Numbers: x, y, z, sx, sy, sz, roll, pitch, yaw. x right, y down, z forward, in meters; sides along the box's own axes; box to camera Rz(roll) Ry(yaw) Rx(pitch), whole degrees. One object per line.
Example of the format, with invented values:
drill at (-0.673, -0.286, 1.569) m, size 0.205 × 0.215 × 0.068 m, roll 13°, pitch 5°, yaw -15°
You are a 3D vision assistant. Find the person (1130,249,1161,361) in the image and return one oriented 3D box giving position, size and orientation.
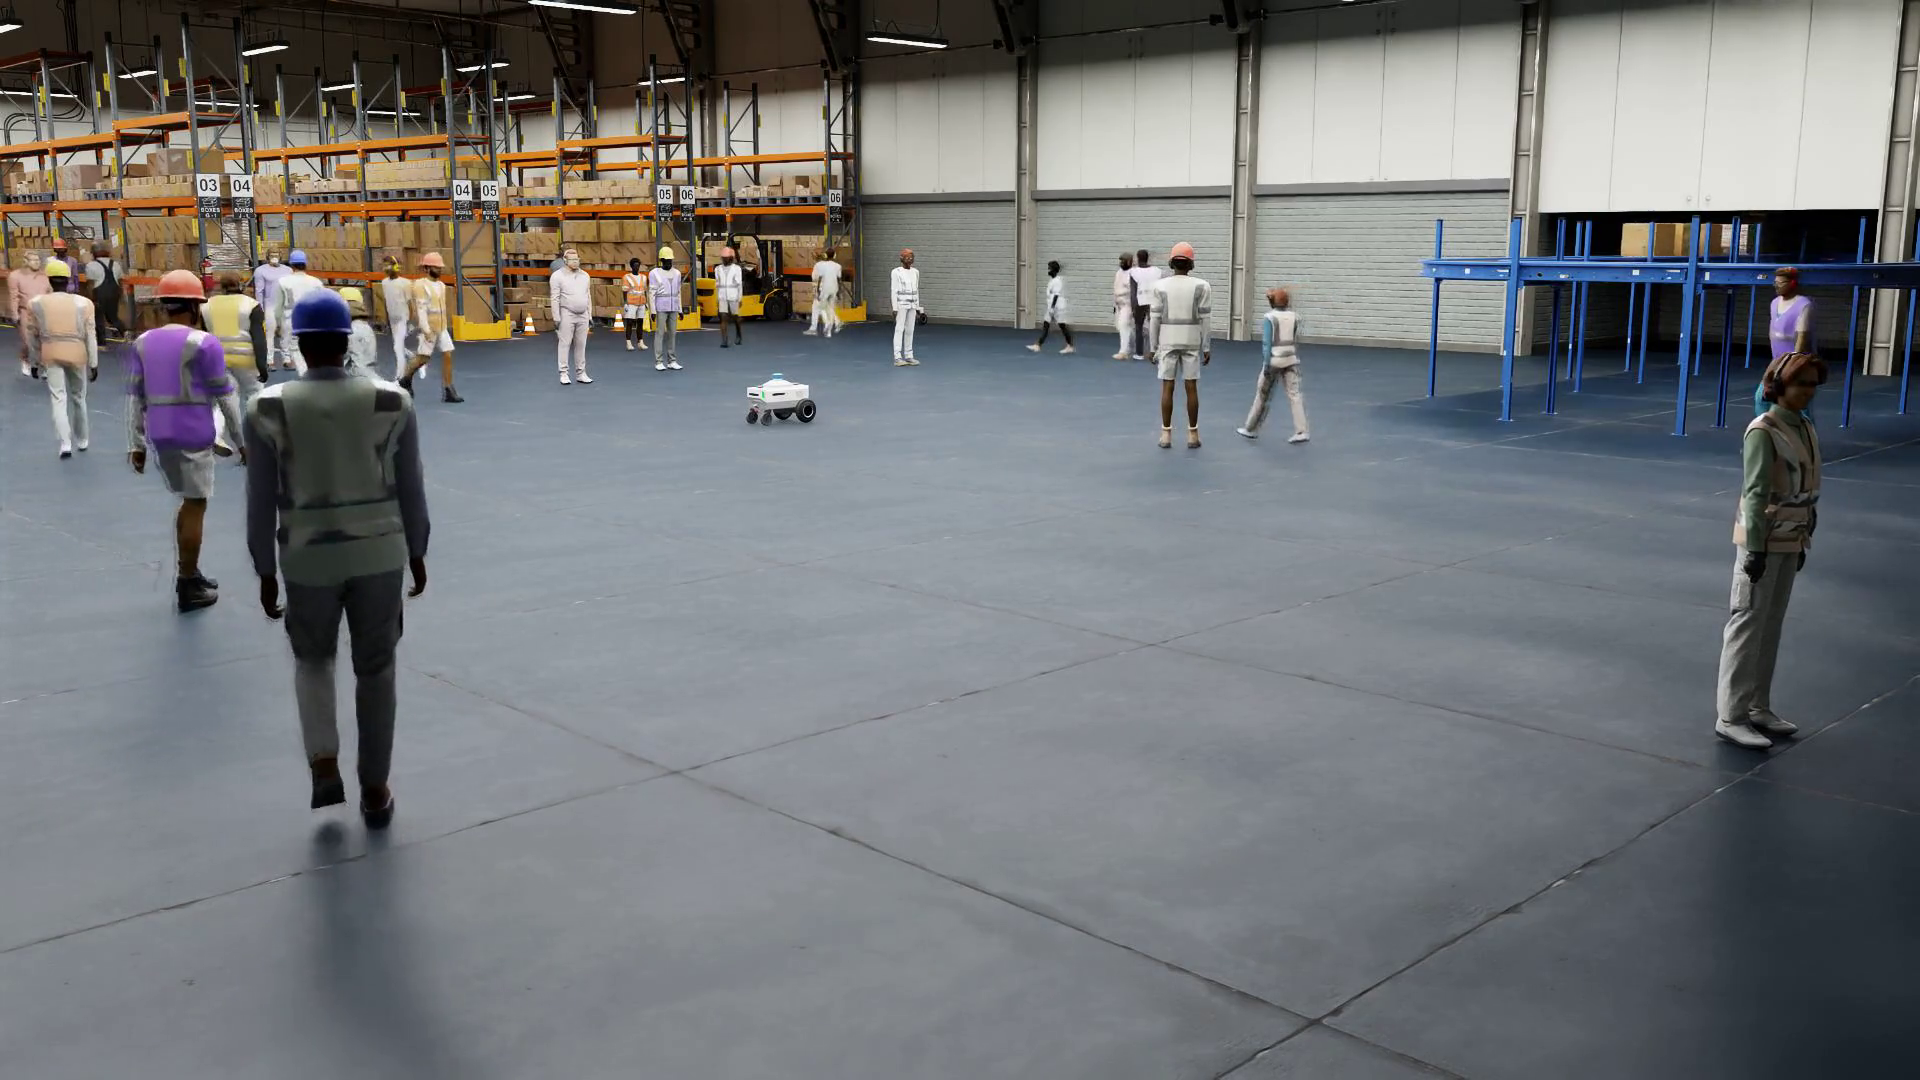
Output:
person at (3.186, -4.003, 28.309) m, size 0.602 × 1.885 × 0.920 m, roll -3°, pitch 11°, yaw -15°

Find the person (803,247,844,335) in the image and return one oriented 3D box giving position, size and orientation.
person at (-2.925, -5.347, 35.704) m, size 0.877 × 1.859 × 0.577 m, roll -3°, pitch 11°, yaw -17°

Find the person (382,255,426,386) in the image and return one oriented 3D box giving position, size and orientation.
person at (-7.879, -3.103, 23.511) m, size 0.519 × 1.845 × 0.779 m, roll 5°, pitch 11°, yaw 25°

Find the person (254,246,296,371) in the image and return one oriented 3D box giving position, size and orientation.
person at (-10.709, -3.625, 26.078) m, size 0.635 × 1.935 × 0.349 m, roll -10°, pitch 14°, yaw -44°

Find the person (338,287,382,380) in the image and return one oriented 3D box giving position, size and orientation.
person at (-4.685, -1.136, 13.132) m, size 0.514 × 1.702 × 0.499 m, roll 0°, pitch 10°, yaw 2°

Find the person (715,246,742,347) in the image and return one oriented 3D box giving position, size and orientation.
person at (-4.405, -4.664, 31.823) m, size 0.545 × 1.913 × 0.859 m, roll 1°, pitch 10°, yaw 7°

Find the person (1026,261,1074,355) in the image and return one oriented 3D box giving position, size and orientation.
person at (1.642, -4.122, 29.554) m, size 0.861 × 1.644 × 0.551 m, roll -2°, pitch 11°, yaw -12°

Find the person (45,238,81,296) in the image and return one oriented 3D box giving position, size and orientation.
person at (-18.118, -5.063, 33.635) m, size 0.615 × 2.039 × 0.386 m, roll -10°, pitch 14°, yaw -44°

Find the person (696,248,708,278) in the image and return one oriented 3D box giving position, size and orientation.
person at (-6.753, -6.703, 43.335) m, size 0.533 × 1.765 × 0.322 m, roll -10°, pitch 14°, yaw -44°

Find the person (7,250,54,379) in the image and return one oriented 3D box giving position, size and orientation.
person at (-13.630, -3.315, 24.516) m, size 0.464 × 1.887 × 0.664 m, roll 8°, pitch 13°, yaw 38°

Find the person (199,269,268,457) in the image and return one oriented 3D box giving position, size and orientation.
person at (-6.920, -1.667, 15.807) m, size 0.662 × 1.801 × 0.827 m, roll 0°, pitch 10°, yaw 0°

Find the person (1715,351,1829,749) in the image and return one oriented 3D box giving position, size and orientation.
person at (3.392, 0.034, 6.942) m, size 0.523 × 1.636 × 0.311 m, roll -10°, pitch 14°, yaw -44°

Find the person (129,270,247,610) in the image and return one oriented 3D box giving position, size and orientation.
person at (-4.415, -0.583, 9.565) m, size 0.576 × 1.911 × 0.628 m, roll 3°, pitch 11°, yaw 17°

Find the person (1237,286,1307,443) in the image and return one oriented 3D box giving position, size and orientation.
person at (3.265, -1.800, 17.078) m, size 0.535 × 1.587 × 0.885 m, roll -7°, pitch 12°, yaw -33°

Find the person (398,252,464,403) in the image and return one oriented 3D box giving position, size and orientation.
person at (-6.800, -2.724, 21.266) m, size 0.889 × 1.915 × 0.537 m, roll 5°, pitch 12°, yaw 27°

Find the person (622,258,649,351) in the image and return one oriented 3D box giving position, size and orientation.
person at (-5.987, -4.358, 30.717) m, size 0.540 × 1.698 × 0.317 m, roll -10°, pitch 14°, yaw -44°

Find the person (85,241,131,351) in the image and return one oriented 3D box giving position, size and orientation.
person at (-15.660, -4.463, 30.483) m, size 0.724 × 2.000 × 0.682 m, roll 5°, pitch 12°, yaw 27°

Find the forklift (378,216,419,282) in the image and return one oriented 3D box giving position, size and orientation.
forklift at (-17.868, -9.201, 54.028) m, size 1.873 × 2.768 × 1.129 m, roll -10°, pitch 14°, yaw -44°

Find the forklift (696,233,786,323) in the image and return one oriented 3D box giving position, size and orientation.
forklift at (-5.496, -6.489, 41.108) m, size 2.313 × 2.155 × 1.214 m, roll -10°, pitch 14°, yaw -44°

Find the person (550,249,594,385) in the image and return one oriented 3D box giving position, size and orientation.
person at (-5.522, -3.191, 23.794) m, size 0.652 × 1.906 × 0.402 m, roll -10°, pitch 14°, yaw -44°

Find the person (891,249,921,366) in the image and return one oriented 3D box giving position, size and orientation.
person at (-0.878, -3.795, 27.152) m, size 0.585 × 1.881 × 0.337 m, roll -10°, pitch 14°, yaw -44°

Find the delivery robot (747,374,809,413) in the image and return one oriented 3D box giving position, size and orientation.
delivery robot at (-2.072, -1.650, 18.940) m, size 0.707 × 0.478 × 0.477 m, roll -10°, pitch 14°, yaw -44°

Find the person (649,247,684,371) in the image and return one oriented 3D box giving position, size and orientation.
person at (-4.606, -3.642, 26.197) m, size 0.594 × 1.924 × 0.383 m, roll -10°, pitch 14°, yaw -44°

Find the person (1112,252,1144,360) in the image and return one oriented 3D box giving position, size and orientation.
person at (2.909, -4.031, 28.599) m, size 0.598 × 1.823 × 0.636 m, roll -4°, pitch 11°, yaw -23°

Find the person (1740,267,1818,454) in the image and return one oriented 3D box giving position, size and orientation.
person at (7.769, -1.668, 15.744) m, size 0.743 × 1.809 × 0.647 m, roll -1°, pitch 10°, yaw -6°

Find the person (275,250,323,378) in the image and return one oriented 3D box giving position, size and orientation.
person at (-8.658, -2.852, 21.908) m, size 0.621 × 1.928 × 0.776 m, roll -8°, pitch 13°, yaw -37°

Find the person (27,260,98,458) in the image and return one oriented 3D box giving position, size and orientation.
person at (-8.639, -1.751, 16.045) m, size 0.597 × 1.875 × 1.008 m, roll -5°, pitch 12°, yaw -26°

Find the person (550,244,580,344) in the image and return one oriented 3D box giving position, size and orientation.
person at (-7.696, -4.811, 32.539) m, size 0.635 × 1.937 × 0.354 m, roll -10°, pitch 14°, yaw -44°

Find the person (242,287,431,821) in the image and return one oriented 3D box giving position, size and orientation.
person at (-2.230, 0.060, 6.018) m, size 0.617 × 1.926 × 0.451 m, roll -3°, pitch 11°, yaw -18°

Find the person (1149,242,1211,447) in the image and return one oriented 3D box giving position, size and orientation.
person at (2.209, -1.962, 16.719) m, size 0.615 × 2.040 × 0.391 m, roll 1°, pitch 10°, yaw 7°

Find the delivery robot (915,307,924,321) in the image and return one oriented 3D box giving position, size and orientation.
delivery robot at (-1.207, -5.436, 39.584) m, size 0.707 × 0.478 × 0.477 m, roll -10°, pitch 14°, yaw -44°

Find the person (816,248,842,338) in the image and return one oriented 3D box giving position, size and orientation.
person at (-2.715, -5.126, 34.509) m, size 0.559 × 1.843 × 0.474 m, roll -3°, pitch 11°, yaw -15°

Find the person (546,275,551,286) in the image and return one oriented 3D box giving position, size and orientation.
person at (-10.739, -6.997, 44.442) m, size 0.645 × 1.930 × 1.003 m, roll -2°, pitch 11°, yaw -12°
